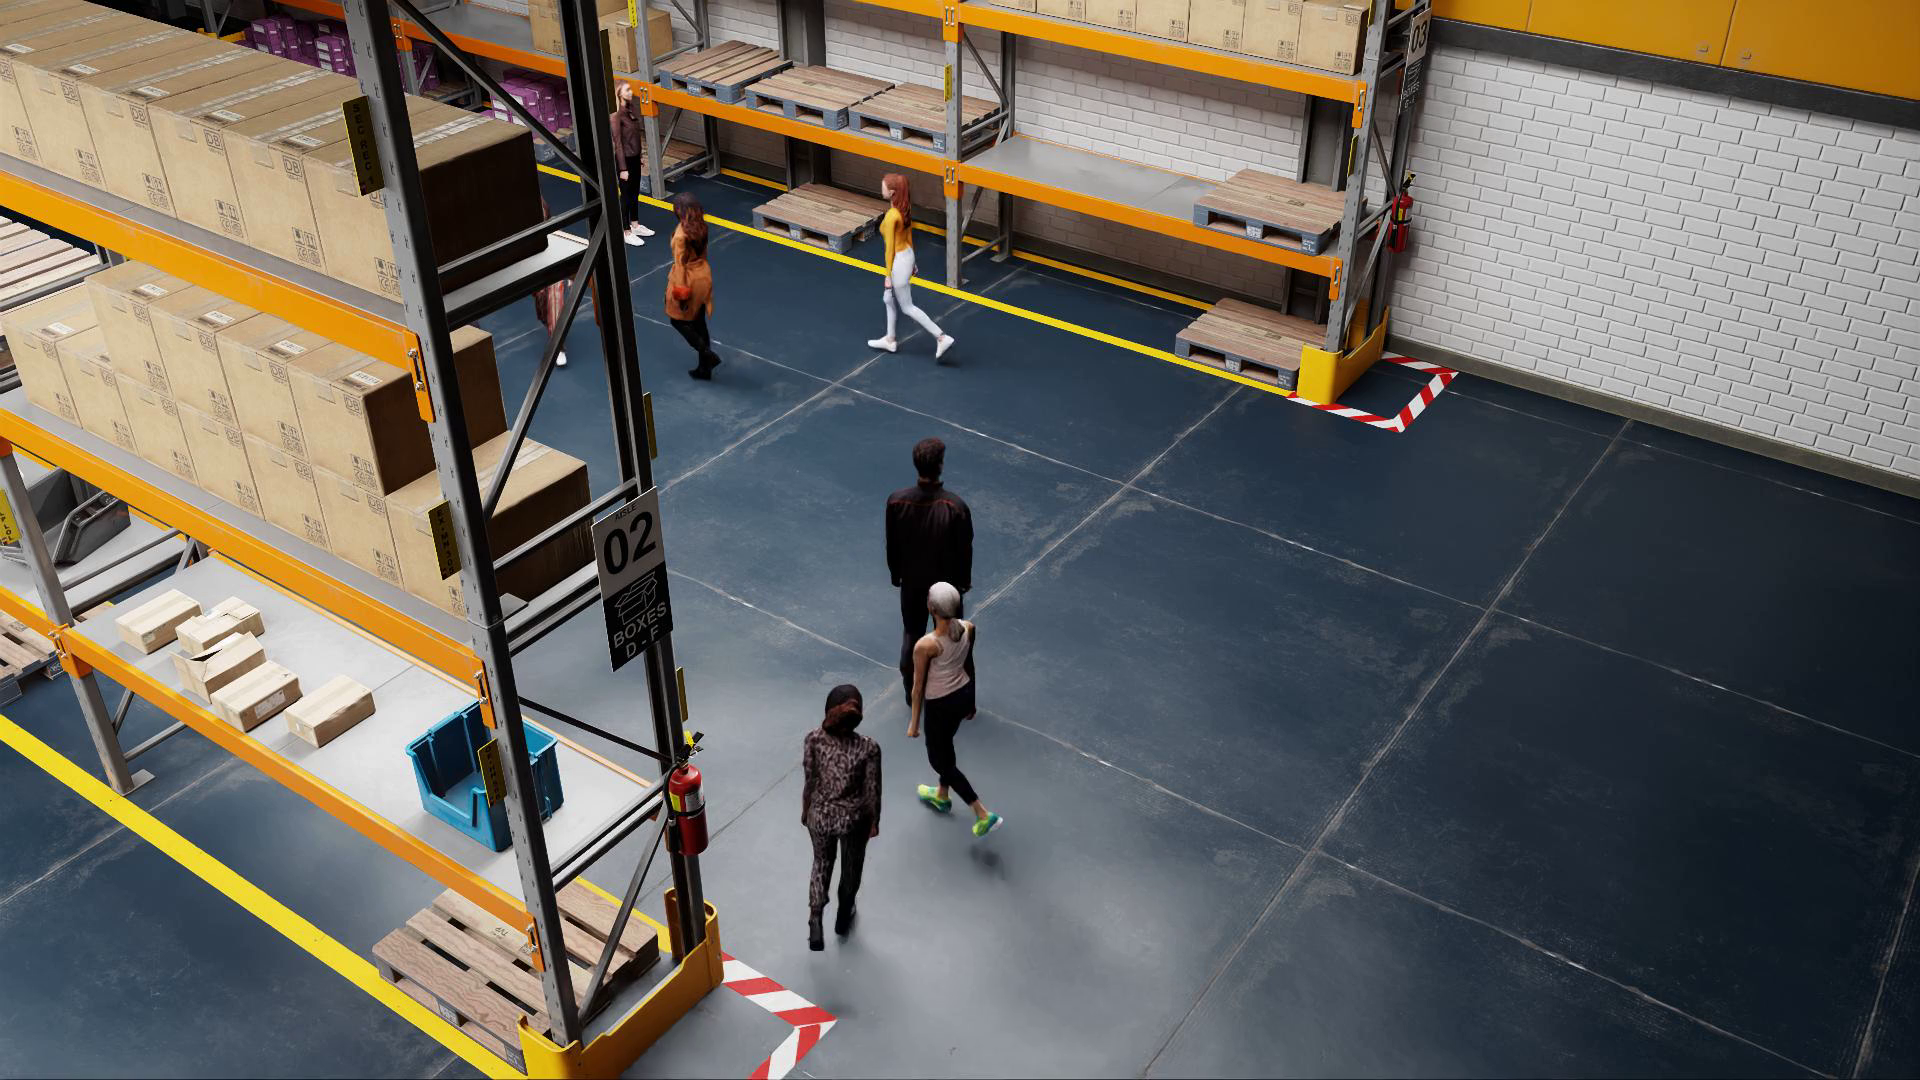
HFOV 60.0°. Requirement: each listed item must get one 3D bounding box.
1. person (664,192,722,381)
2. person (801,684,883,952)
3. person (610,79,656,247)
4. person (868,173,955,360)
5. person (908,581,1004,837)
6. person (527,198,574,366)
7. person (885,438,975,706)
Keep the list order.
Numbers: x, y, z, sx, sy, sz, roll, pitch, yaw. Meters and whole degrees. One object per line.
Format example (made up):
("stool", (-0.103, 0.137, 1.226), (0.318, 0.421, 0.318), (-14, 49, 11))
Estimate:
("person", (-2.234, -2.160, 14.428), (0.804, 1.711, 0.771), (15, 36, 21))
("person", (-0.654, 1.541, 8.869), (0.882, 1.701, 0.862), (3, 34, 5))
("person", (-3.406, -3.882, 17.027), (0.617, 1.703, 0.664), (9, 35, 13))
("person", (-0.450, -2.392, 14.762), (1.155, 1.728, 0.803), (11, 35, 15))
("person", (-0.024, 1.027, 9.658), (0.727, 1.684, 1.020), (-24, 40, -31))
("person", (-3.714, -2.374, 14.903), (0.967, 1.542, 1.048), (-8, 35, -12))
("person", (-0.194, 0.225, 10.630), (0.685, 1.943, 0.846), (7, 34, 11))
